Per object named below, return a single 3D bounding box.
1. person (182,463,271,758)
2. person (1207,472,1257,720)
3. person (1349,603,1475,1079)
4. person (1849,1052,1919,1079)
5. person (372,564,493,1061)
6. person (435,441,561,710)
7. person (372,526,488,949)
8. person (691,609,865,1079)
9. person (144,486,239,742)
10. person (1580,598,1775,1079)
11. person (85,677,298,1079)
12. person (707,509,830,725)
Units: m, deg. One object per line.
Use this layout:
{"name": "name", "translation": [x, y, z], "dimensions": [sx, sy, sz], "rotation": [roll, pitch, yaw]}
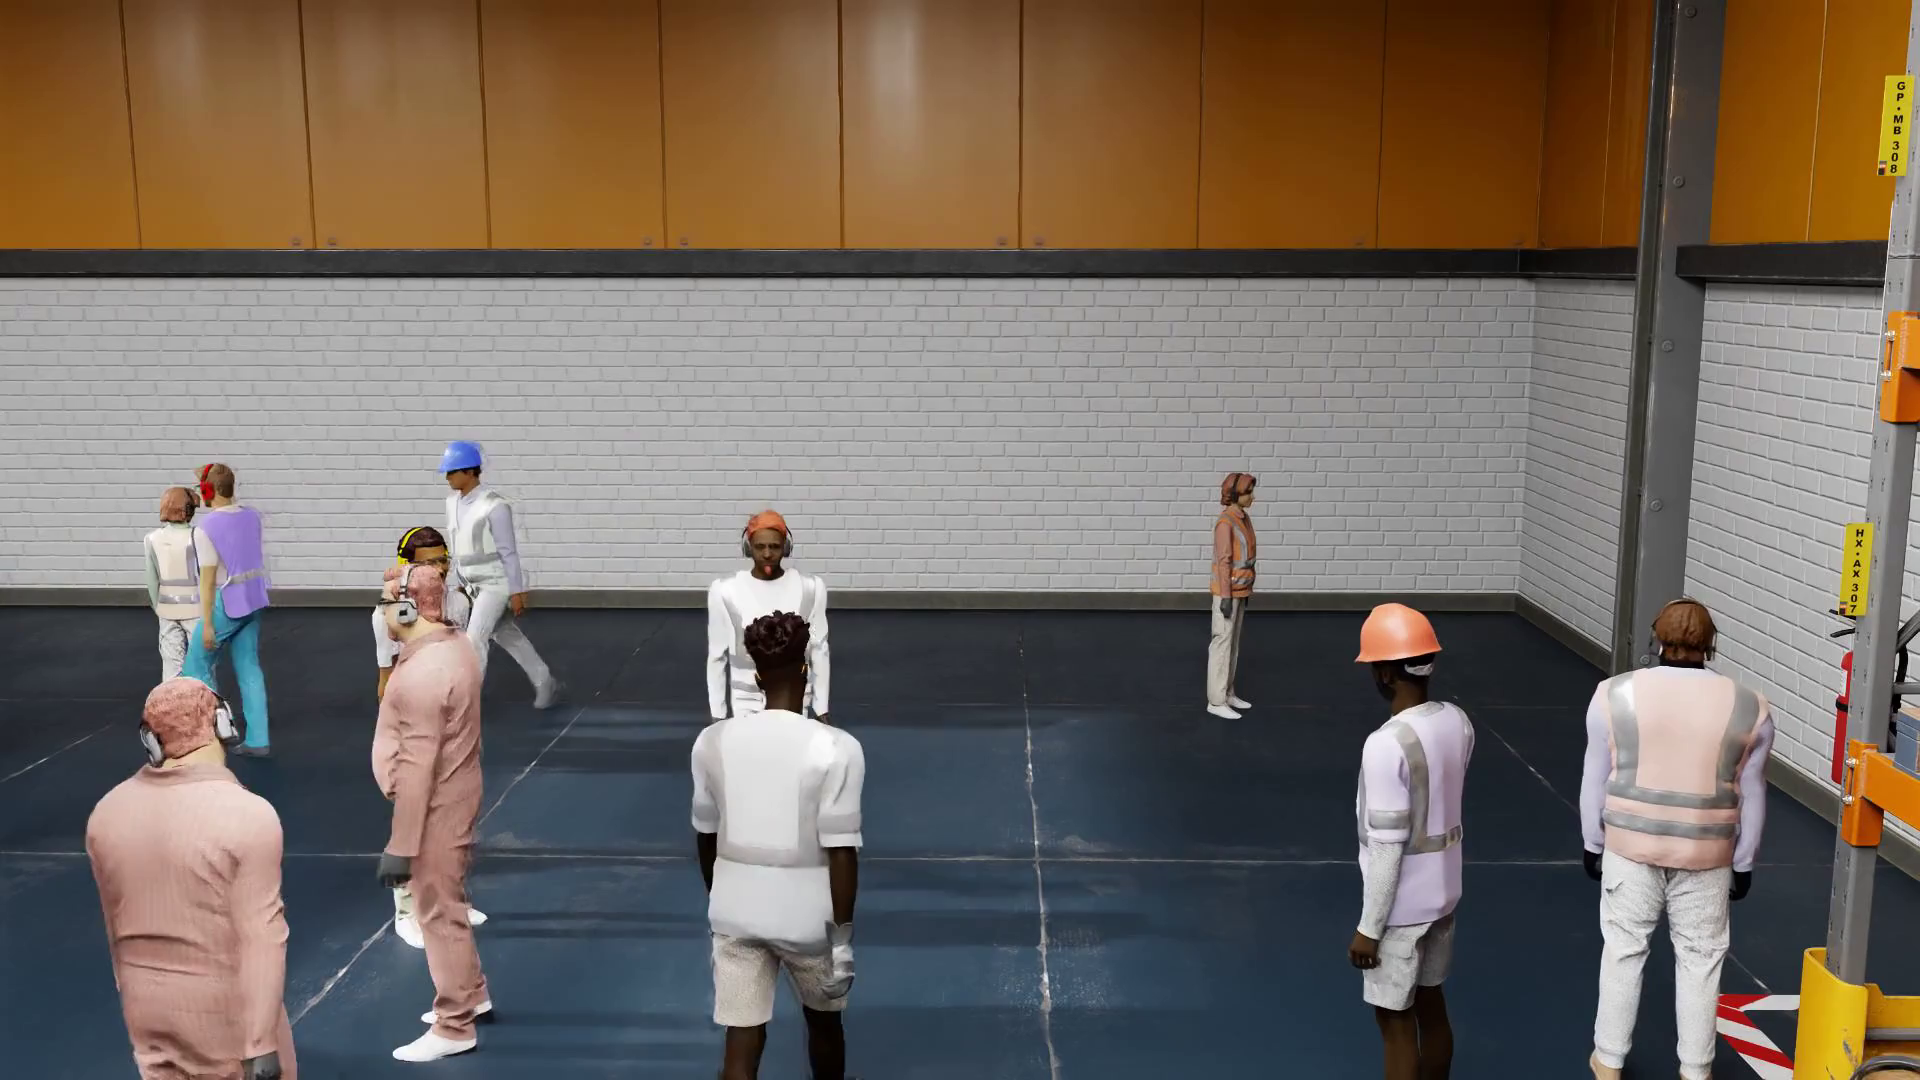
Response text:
{"name": "person", "translation": [-4.534, 0.439, 10.097], "dimensions": [0.692, 1.819, 0.592], "rotation": [2, 10, 13]}
{"name": "person", "translation": [1.817, 0.362, 11.109], "dimensions": [0.310, 1.636, 0.522], "rotation": [4, 10, 23]}
{"name": "person", "translation": [1.435, 1.162, 5.453], "dimensions": [0.385, 1.927, 0.546], "rotation": [9, 13, 42]}
{"name": "person", "translation": [1.418, 1.671, 2.652], "dimensions": [0.515, 1.842, 0.327], "rotation": [3, 10, 19]}
{"name": "person", "translation": [-2.026, 1.034, 6.351], "dimensions": [0.395, 1.896, 0.652], "rotation": [-1, 10, -7]}
{"name": "person", "translation": [-3.068, 0.270, 10.949], "dimensions": [0.620, 1.892, 1.046], "rotation": [9, 13, 42]}
{"name": "person", "translation": [-2.361, 0.859, 7.449], "dimensions": [0.335, 1.868, 0.520], "rotation": [6, 11, 34]}
{"name": "person", "translation": [-0.564, 1.180, 5.378], "dimensions": [0.620, 1.905, 0.977], "rotation": [3, 10, 15]}
{"name": "person", "translation": [-4.826, 0.481, 10.401], "dimensions": [0.511, 1.638, 0.307], "rotation": [2, 10, 11]}
{"name": "person", "translation": [2.566, 1.116, 6.022], "dimensions": [0.615, 1.835, 0.428], "rotation": [4, 10, 20]}
{"name": "person", "translation": [-2.132, 1.320, 4.677], "dimensions": [0.673, 1.870, 0.468], "rotation": [3, 10, 18]}
{"name": "person", "translation": [-0.913, 0.772, 7.975], "dimensions": [0.580, 1.872, 0.543], "rotation": [-2, 10, -13]}
